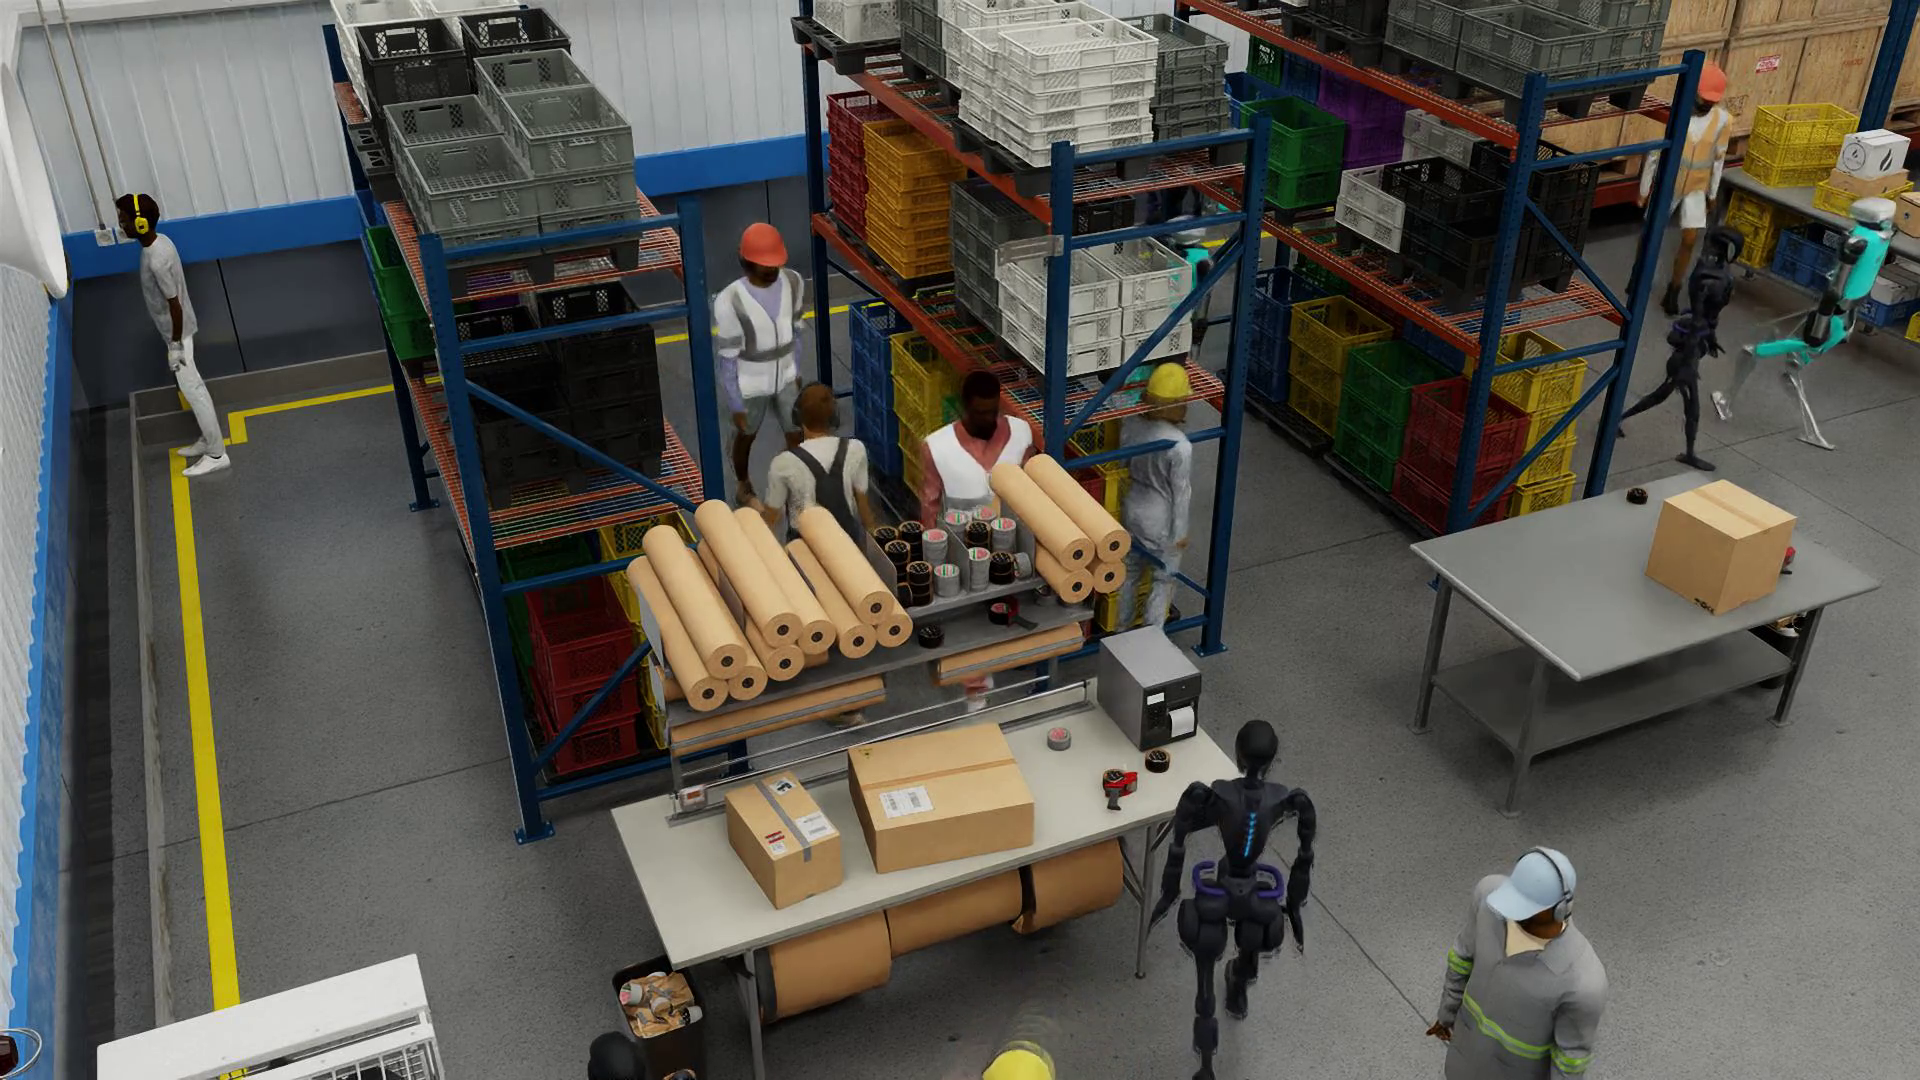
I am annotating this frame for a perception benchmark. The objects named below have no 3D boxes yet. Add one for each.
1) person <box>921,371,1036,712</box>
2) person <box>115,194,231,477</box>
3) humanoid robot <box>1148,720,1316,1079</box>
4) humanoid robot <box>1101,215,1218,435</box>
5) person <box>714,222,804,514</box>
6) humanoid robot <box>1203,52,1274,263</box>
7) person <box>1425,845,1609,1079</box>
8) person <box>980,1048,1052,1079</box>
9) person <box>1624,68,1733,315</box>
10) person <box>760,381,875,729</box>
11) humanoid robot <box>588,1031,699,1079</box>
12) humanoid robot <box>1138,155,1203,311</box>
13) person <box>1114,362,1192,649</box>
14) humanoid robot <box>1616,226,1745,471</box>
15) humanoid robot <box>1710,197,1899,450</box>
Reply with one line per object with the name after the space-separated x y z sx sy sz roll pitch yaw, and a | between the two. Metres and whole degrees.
0.161 0.045 8.347 0.610 1.890 0.803 -13 34 -21 | person
-5.005 -1.301 10.556 0.322 1.870 0.528 -14 34 -21 | person
1.043 1.395 6.418 0.603 1.625 0.781 1 32 2 | humanoid robot
1.154 -1.096 10.359 0.788 1.792 0.530 -17 36 -26 | humanoid robot
-1.110 -0.913 9.814 0.631 1.986 1.028 -22 38 -31 | person
2.259 -3.065 13.420 0.735 1.677 0.533 -8 32 -13 | humanoid robot
1.815 1.746 5.626 0.383 1.852 0.588 -15 35 -23 | person
0.126 2.132 5.091 0.541 1.742 0.453 12 34 18 | person
5.545 -2.674 12.771 0.605 1.890 0.869 7 32 12 | person
-0.760 0.054 8.440 0.636 1.782 0.981 -18 36 -26 | person
-1.007 2.105 5.215 0.595 1.639 0.499 -22 38 -31 | humanoid robot
1.528 -2.310 12.381 0.525 1.634 0.609 -20 37 -29 | humanoid robot
1.018 -0.130 8.790 0.380 1.723 0.503 -25 39 -34 | person
4.678 -1.276 10.759 0.784 1.650 0.593 22 38 31 | humanoid robot
5.516 -1.500 11.034 0.552 1.771 0.957 -23 38 -32 | humanoid robot
